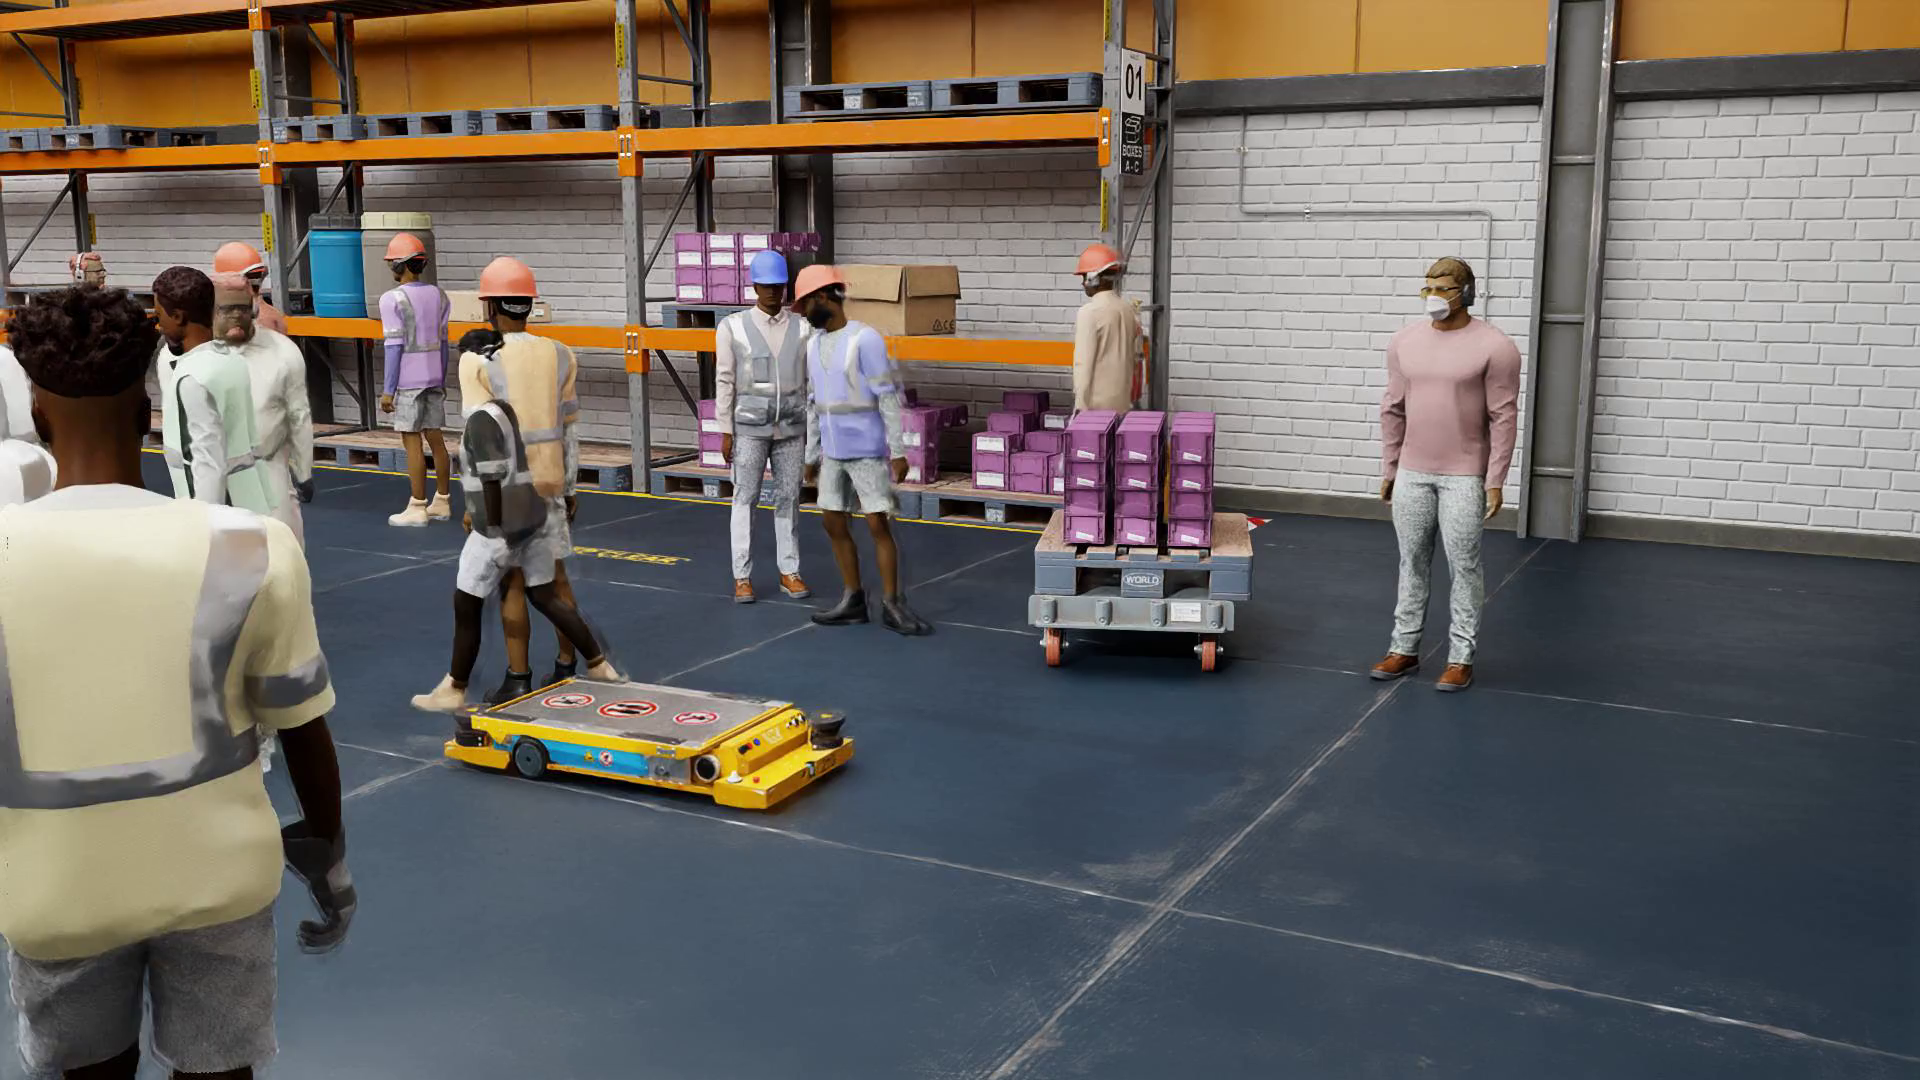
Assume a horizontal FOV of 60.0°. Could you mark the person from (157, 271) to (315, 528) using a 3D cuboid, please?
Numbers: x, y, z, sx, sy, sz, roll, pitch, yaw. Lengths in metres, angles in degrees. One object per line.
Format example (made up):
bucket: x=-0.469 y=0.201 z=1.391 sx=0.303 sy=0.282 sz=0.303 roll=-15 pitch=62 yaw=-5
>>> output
person: x=-3.408 y=-0.333 z=7.879 sx=0.651 sy=1.878 sz=0.586 roll=-6 pitch=12 yaw=-28

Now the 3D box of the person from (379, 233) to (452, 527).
person: x=-3.833 y=-1.114 z=11.674 sx=0.370 sy=2.044 sz=0.608 roll=4 pitch=11 yaw=23

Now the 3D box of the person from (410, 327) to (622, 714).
person: x=-1.877 y=-0.073 z=7.039 sx=0.883 sy=1.652 sz=0.531 roll=1 pitch=10 yaw=6

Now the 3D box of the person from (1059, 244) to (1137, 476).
person: x=0.891 y=-0.848 z=10.392 sx=0.490 sy=1.973 sz=0.629 roll=7 pitch=13 yaw=34

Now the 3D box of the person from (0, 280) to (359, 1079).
person: x=-1.361 y=0.550 z=2.789 sx=0.658 sy=1.947 sz=0.482 roll=-4 pitch=11 yaw=-22

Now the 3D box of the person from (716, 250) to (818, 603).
person: x=-1.053 y=-0.626 z=9.259 sx=0.605 sy=1.948 sz=0.406 roll=-4 pitch=11 yaw=-23

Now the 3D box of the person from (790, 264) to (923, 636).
person: x=-0.511 y=-0.442 z=8.456 sx=0.734 sy=1.892 sz=0.395 roll=9 pitch=14 yaw=40

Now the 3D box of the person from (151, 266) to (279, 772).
person: x=-2.776 y=-0.058 z=6.239 sx=0.395 sy=1.915 sz=0.587 roll=-2 pitch=11 yaw=-13

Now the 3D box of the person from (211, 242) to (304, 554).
person: x=-3.870 y=-0.629 z=9.155 sx=0.392 sy=1.990 sz=0.614 roll=0 pitch=10 yaw=-3

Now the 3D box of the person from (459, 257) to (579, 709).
person: x=-1.893 y=-0.232 z=7.126 sx=0.373 sy=1.934 sz=0.552 roll=9 pitch=14 yaw=42

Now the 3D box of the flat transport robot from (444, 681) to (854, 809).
flat transport robot: x=-1.189 y=0.744 z=6.349 sx=1.431 sy=0.197 sz=0.652 roll=5 pitch=11 yaw=24

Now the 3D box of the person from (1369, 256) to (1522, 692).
person: x=2.168 y=-0.292 z=7.453 sx=0.628 sy=1.939 sz=0.375 roll=9 pitch=14 yaw=42
